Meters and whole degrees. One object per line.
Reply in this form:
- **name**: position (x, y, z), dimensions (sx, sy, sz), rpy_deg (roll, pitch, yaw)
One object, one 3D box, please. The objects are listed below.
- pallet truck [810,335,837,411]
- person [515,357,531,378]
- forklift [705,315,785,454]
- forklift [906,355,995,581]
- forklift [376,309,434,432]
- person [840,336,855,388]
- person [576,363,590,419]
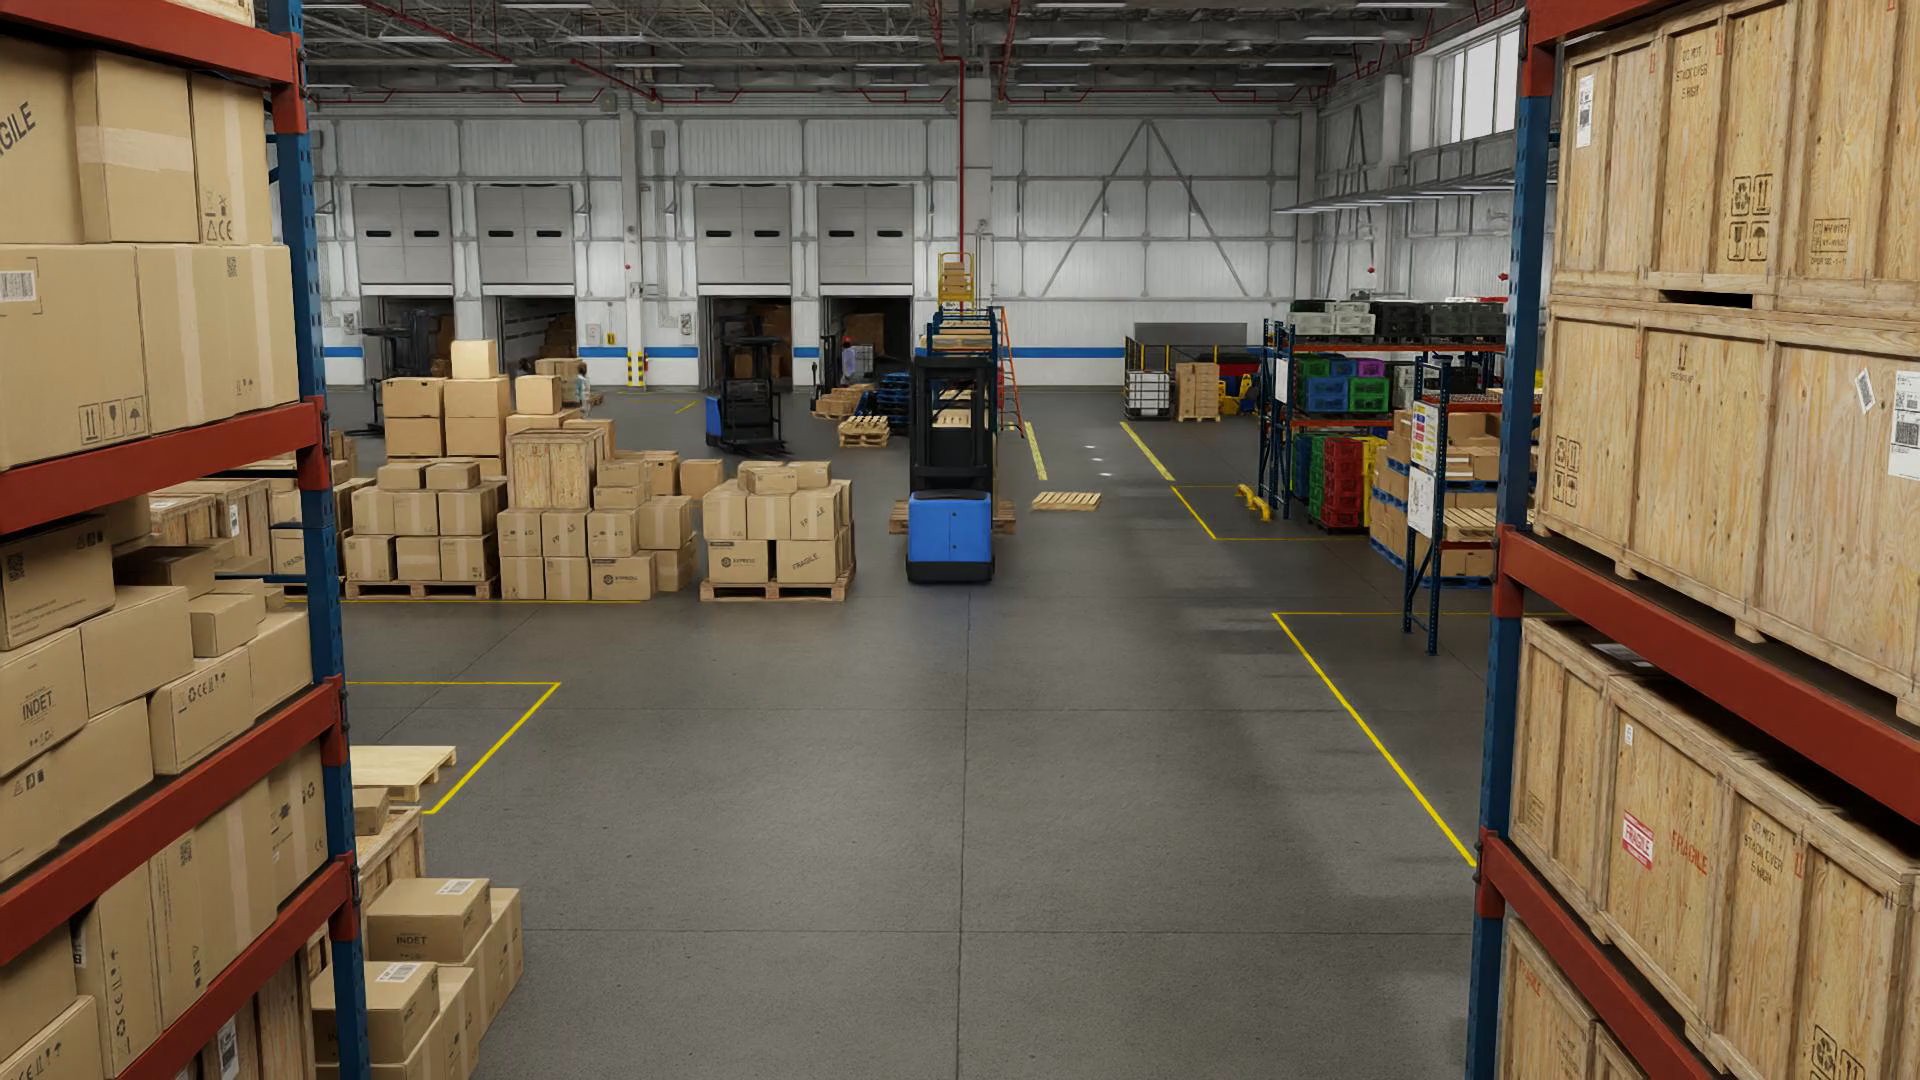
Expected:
- **pallet truck**: position (-3.021, -4.312, 43.126), dimensions (1.885, 1.965, 0.823), rpy_deg (3, 10, 17)
- **person**: position (-9.312, -2.938, 35.409), dimensions (0.531, 1.922, 0.634), rpy_deg (-4, 10, -20)
- **forklift**: position (-4.554, -3.289, 34.675), dimensions (1.129, 2.768, 1.873), rpy_deg (-5, 11, -27)
- **forklift**: position (-0.117, -0.973, 21.318), dimensions (1.129, 2.768, 1.873), rpy_deg (0, 10, 1)
- **forklift**: position (-12.349, -3.849, 37.908), dimensions (1.873, 2.768, 1.129), rpy_deg (-8, 13, -40)
- **person**: position (-2.922, -4.500, 44.459), dimensions (0.773, 1.919, 0.566), rpy_deg (5, 11, 28)
- **person**: position (-8.619, -3.203, 37.808), dimensions (0.526, 1.626, 0.518), rpy_deg (0, 10, 2)
